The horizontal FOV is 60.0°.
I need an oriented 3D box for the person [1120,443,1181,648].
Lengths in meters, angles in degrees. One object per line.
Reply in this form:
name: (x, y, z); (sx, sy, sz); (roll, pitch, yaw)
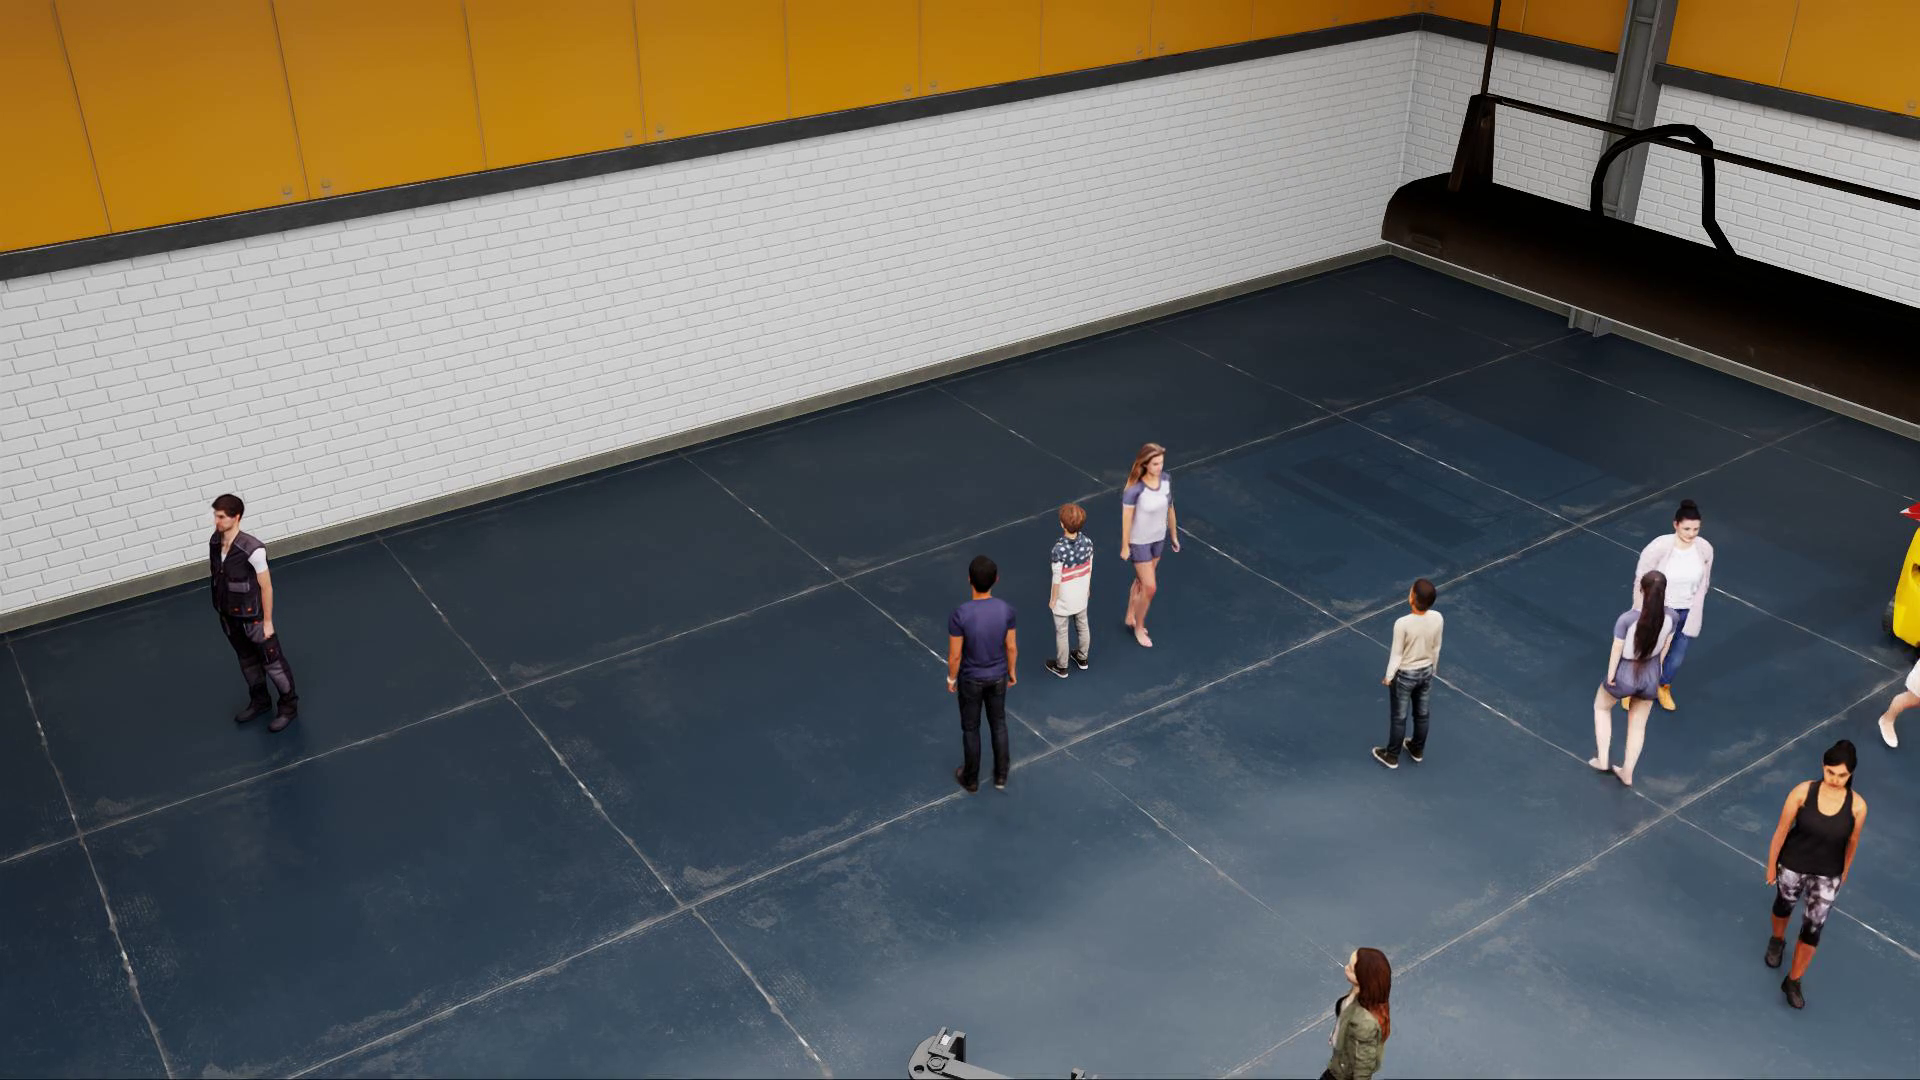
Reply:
person: (1.405, -0.020, 13.097); (0.632, 1.714, 0.661); (-22, 35, -34)

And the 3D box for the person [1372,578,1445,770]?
person: (3.160, 0.931, 11.616); (0.609, 1.463, 0.579); (-9, 30, -16)

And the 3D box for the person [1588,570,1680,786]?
person: (4.632, 0.986, 11.334); (0.718, 1.636, 0.758); (1, 29, 1)

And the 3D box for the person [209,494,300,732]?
person: (-5.129, 0.509, 11.987); (0.696, 1.849, 0.804); (12, 31, 20)

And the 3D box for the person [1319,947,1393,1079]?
person: (2.056, 2.660, 8.444); (0.732, 1.465, 0.691); (9, 30, 16)

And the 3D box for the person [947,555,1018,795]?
person: (0.152, 0.924, 11.286); (0.706, 1.791, 0.629); (-9, 30, -15)

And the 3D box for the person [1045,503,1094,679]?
person: (0.841, 0.372, 12.667); (0.527, 1.438, 0.479); (-16, 33, -27)

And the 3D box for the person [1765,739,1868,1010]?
person: (4.979, 1.844, 9.749); (0.925, 1.647, 0.918); (11, 31, 20)

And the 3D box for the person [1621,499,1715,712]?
person: (5.178, 0.473, 12.167); (0.801, 1.739, 0.829); (1, 29, 1)
